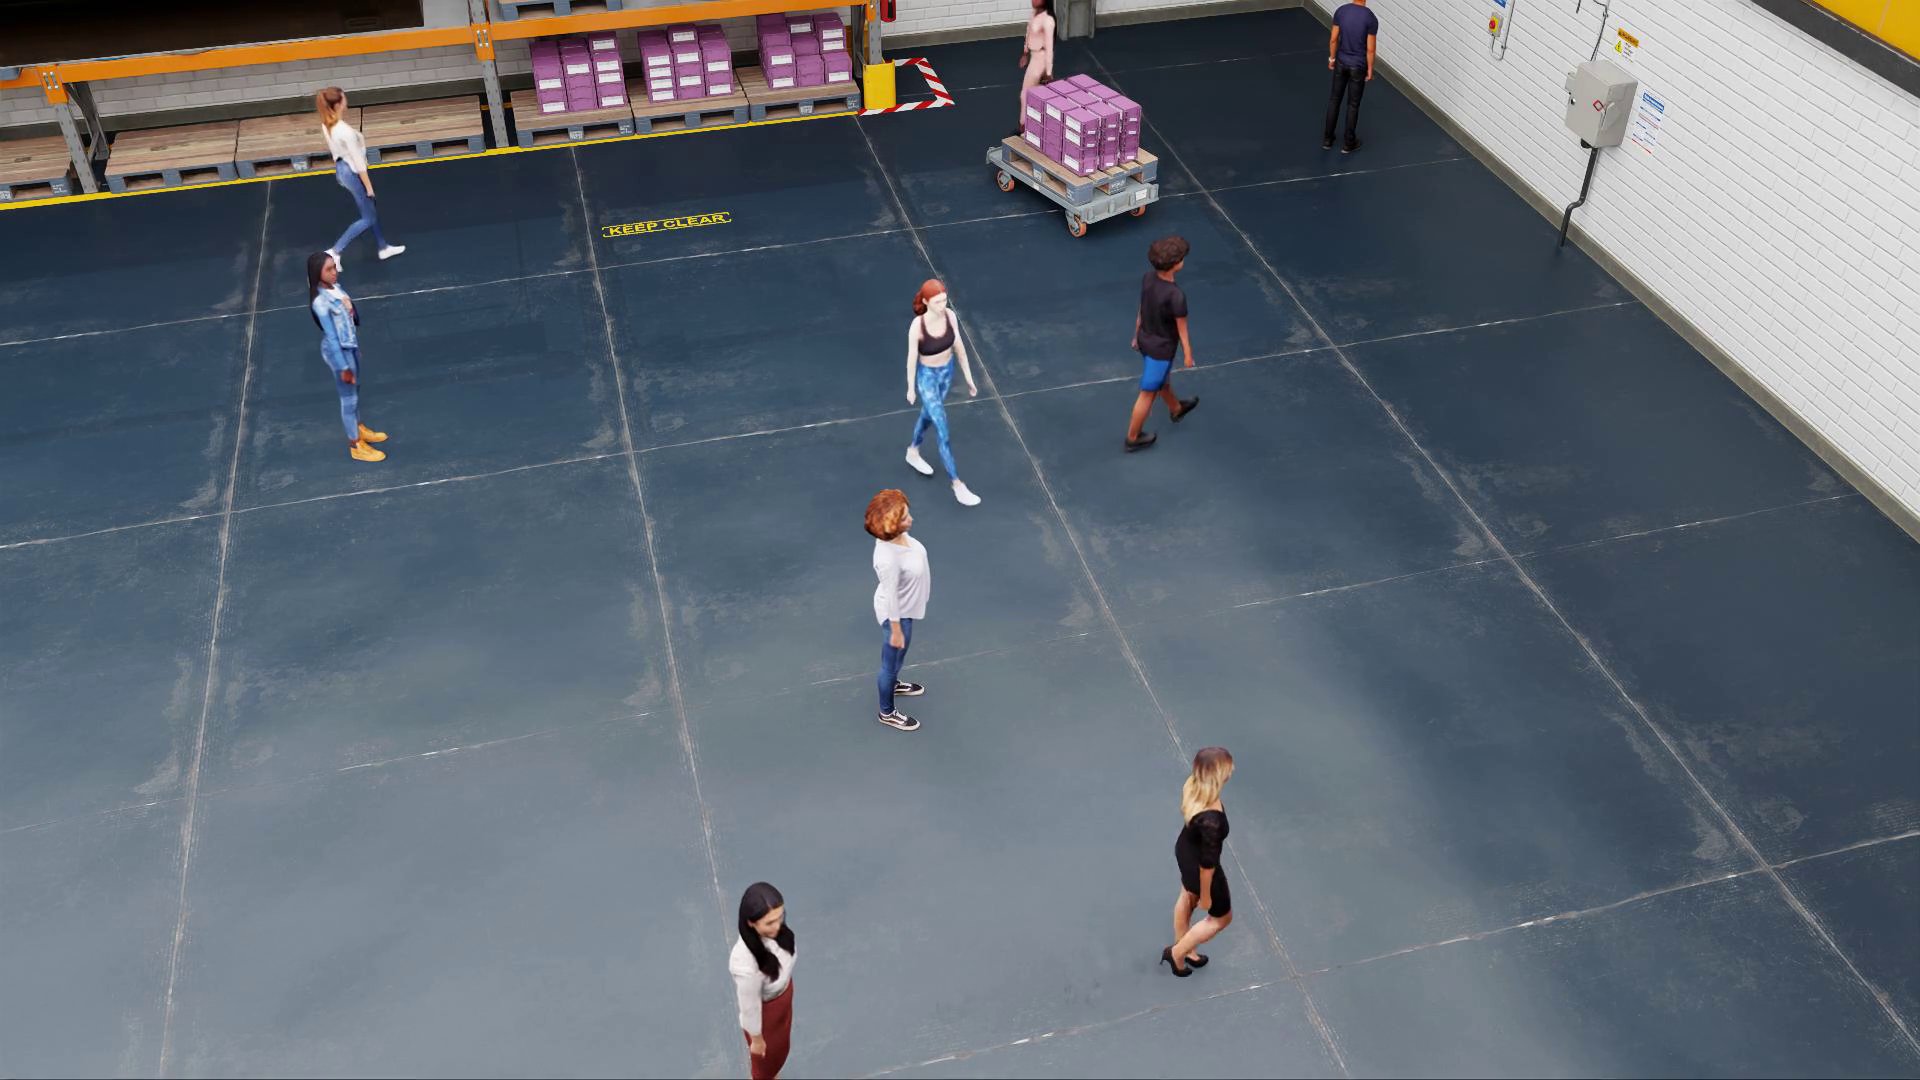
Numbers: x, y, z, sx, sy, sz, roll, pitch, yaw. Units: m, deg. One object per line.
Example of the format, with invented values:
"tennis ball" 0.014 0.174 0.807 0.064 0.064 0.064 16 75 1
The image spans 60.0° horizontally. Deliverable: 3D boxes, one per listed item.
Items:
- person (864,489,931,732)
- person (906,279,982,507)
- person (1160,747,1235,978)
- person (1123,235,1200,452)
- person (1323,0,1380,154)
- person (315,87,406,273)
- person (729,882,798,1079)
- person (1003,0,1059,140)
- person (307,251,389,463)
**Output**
"person" -0.410 0.407 10.311 0.728 1.713 0.725 4 39 4
"person" -0.240 -1.162 12.253 1.146 1.741 0.992 -30 47 -32
"person" 1.182 1.721 8.703 0.606 1.667 0.616 -4 39 -5
"person" 1.427 -1.448 12.592 1.099 1.766 0.812 -20 43 -23
"person" 3.934 -4.794 16.759 0.714 1.794 0.753 23 44 26
"person" -5.456 -3.172 14.801 1.101 1.701 0.882 -29 47 -31
"person" -0.917 2.261 7.959 0.668 1.750 0.669 8 39 10
"person" 0.902 -4.825 16.883 1.127 1.688 0.749 -4 39 -5
"person" -4.674 -1.399 12.574 0.544 1.711 0.619 -5 39 -7
